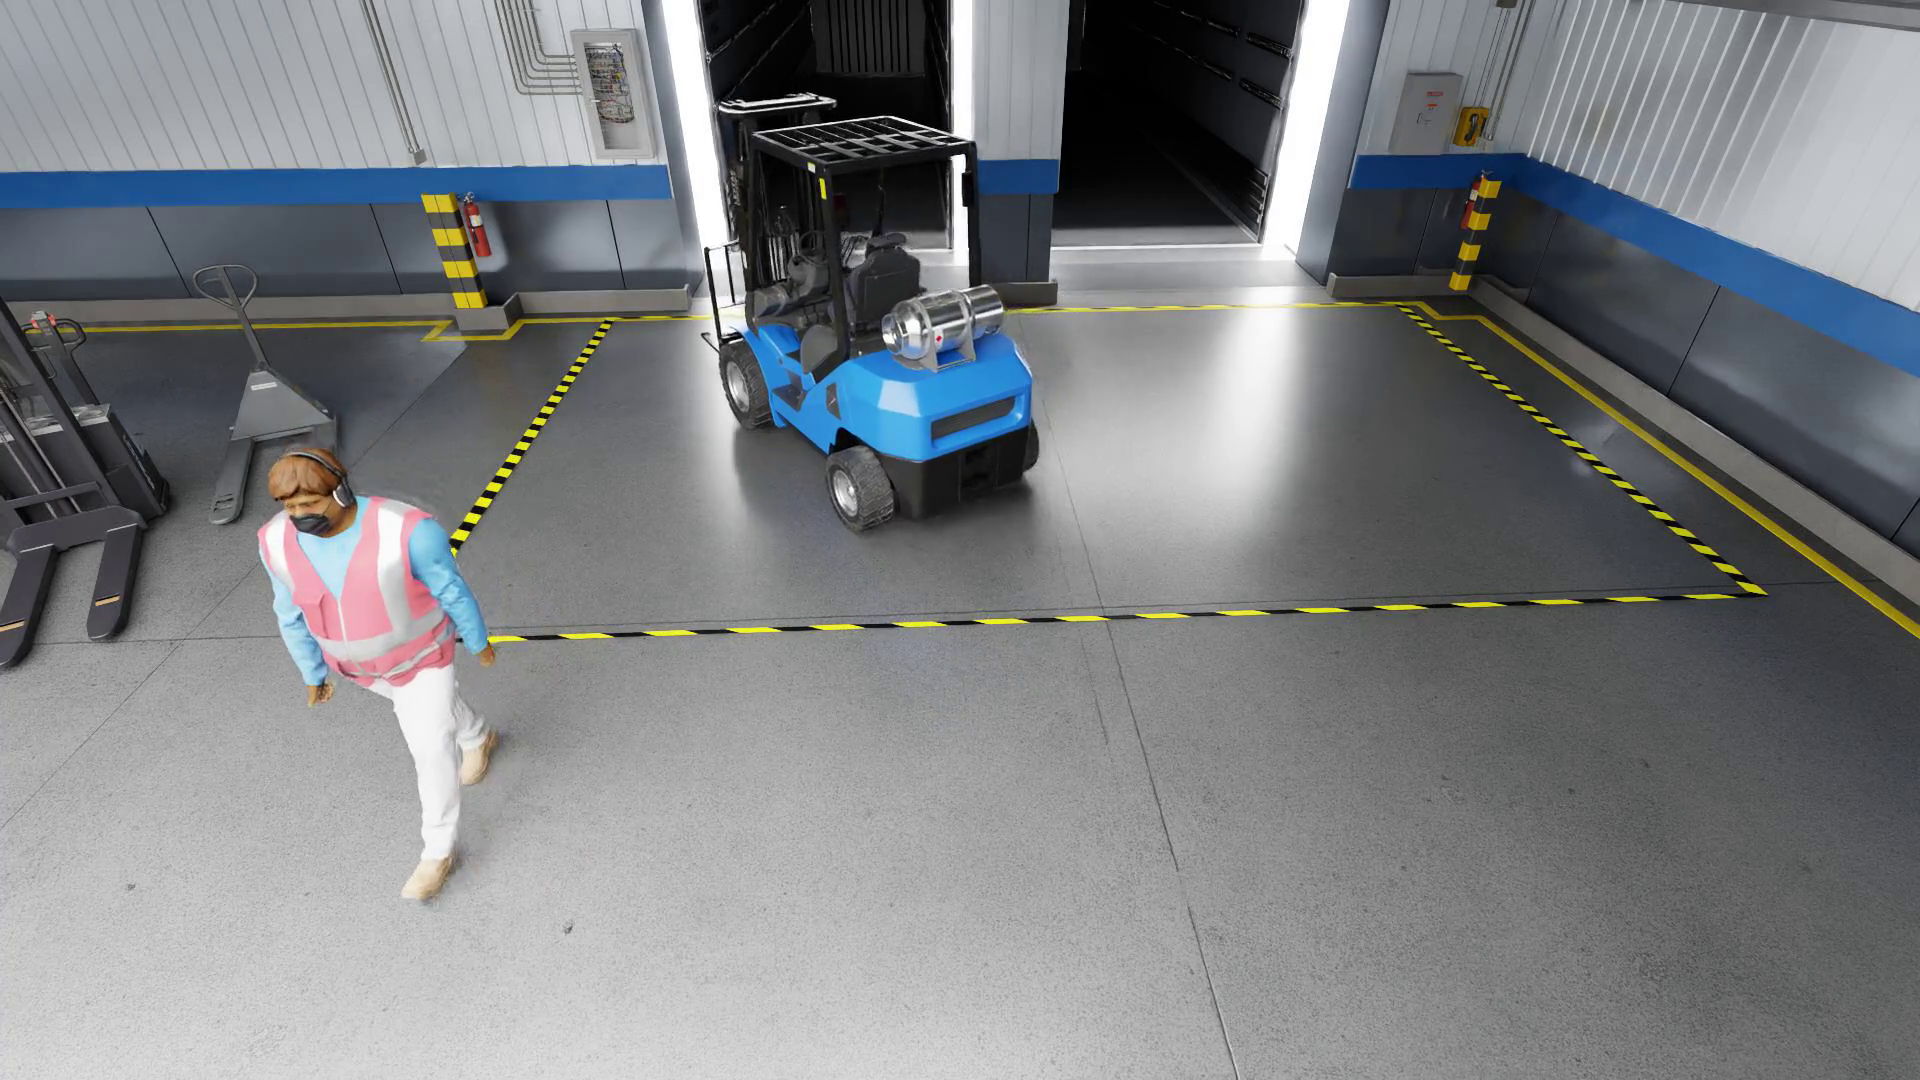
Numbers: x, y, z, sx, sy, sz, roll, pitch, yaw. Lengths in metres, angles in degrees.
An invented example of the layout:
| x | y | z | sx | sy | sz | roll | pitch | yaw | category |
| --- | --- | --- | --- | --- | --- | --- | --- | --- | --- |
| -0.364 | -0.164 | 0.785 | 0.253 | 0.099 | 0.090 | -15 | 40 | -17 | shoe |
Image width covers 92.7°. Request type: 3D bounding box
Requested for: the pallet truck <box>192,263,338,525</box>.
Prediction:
| x | y | z | sx | sy | sz | roll | pitch | yaw | category |
| --- | --- | --- | --- | --- | --- | --- | --- | --- | --- |
| -4.778 | -1.027 | 6.128 | 0.680 | 1.201 | 1.601 | -17 | 38 | -23 | pallet truck |

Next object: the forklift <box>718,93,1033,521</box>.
| x | y | z | sx | sy | sz | roll | pitch | yaw | category |
| --- | --- | --- | --- | --- | --- | --- | --- | --- | --- |
| -0.656 | -1.644 | 6.040 | 1.157 | 2.036 | 2.680 | -22 | 40 | -28 | forklift |

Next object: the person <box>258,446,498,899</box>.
| x | y | z | sx | sy | sz | roll | pitch | yaw | category |
| --- | --- | --- | --- | --- | --- | --- | --- | --- | --- |
| -2.185 | 0.484 | 3.463 | 0.653 | 1.789 | 0.958 | -1 | 35 | -1 | person |

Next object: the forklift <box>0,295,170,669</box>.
| x | y | z | sx | sy | sz | roll | pitch | yaw | category |
| --- | --- | --- | --- | --- | --- | --- | --- | --- | --- |
| -5.212 | -0.618 | 4.878 | 0.823 | 1.965 | 1.885 | -20 | 39 | -26 | forklift |
